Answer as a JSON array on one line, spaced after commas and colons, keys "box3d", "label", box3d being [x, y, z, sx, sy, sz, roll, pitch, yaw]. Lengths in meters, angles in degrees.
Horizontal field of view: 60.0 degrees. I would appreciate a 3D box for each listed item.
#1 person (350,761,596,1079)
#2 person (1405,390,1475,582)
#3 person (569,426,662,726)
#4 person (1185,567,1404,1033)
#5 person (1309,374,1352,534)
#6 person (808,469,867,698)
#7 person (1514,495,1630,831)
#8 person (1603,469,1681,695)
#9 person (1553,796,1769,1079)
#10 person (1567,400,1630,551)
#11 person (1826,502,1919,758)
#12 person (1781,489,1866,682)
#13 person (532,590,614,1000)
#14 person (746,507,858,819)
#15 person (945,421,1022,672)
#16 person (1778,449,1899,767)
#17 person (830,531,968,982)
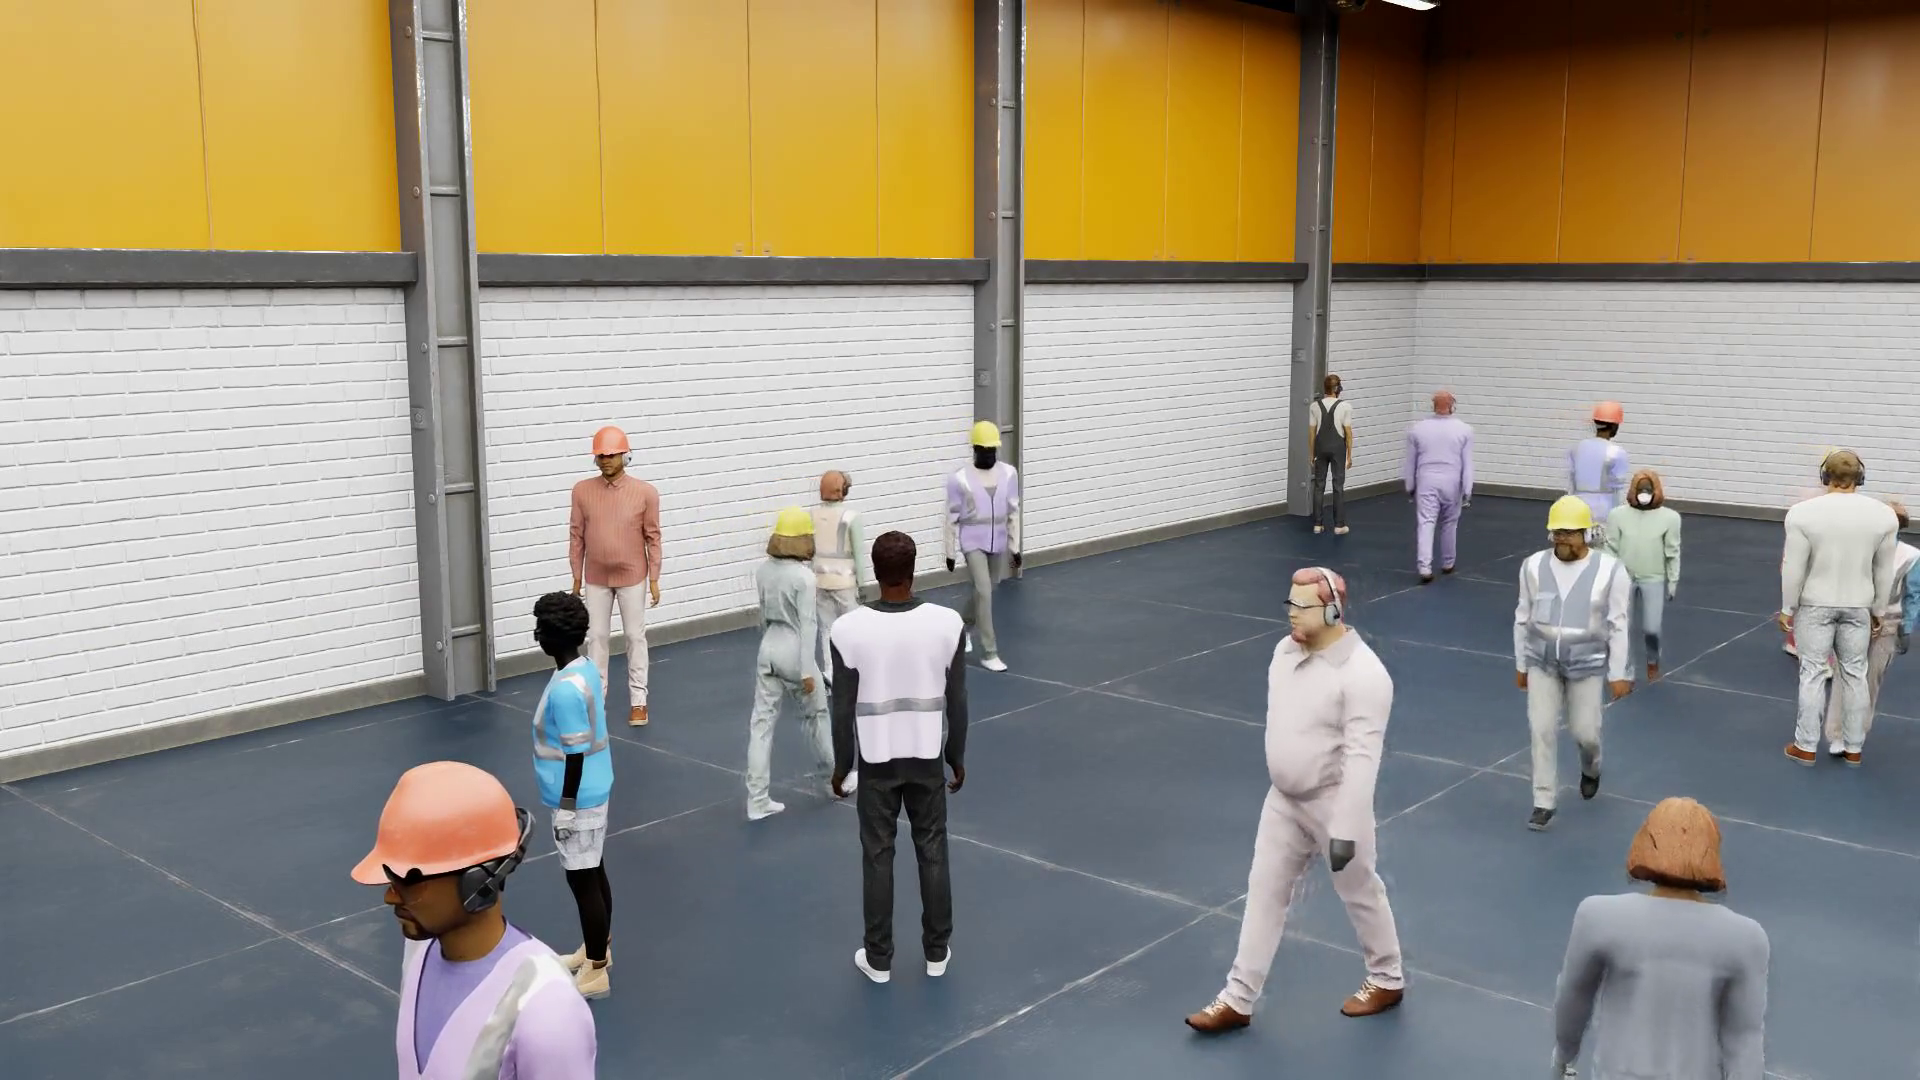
[{"box3d": [-0.970, 1.434, 3.345, 0.393, 2.041, 0.614, -9, 12, -43], "label": "person"}, {"box3d": [4.692, -0.531, 16.276, 0.661, 1.857, 1.026, 4, 10, 23], "label": "person"}, {"box3d": [-2.278, 0.242, 10.982, 0.609, 1.996, 0.383, 0, 9, 3], "label": "person"}, {"box3d": [1.394, 1.022, 6.526, 0.991, 1.853, 0.666, -5, 10, -28], "label": "person"}, {"box3d": [4.265, -0.980, 19.149, 0.506, 1.839, 0.343, 5, 10, 27], "label": "person"}, {"box3d": [-0.871, 0.320, 11.649, 0.512, 1.621, 0.382, 6, 11, 33], "label": "person"}, {"box3d": [3.308, 0.644, 9.022, 0.602, 1.810, 0.654, 6, 11, 34], "label": "person"}, {"box3d": [4.820, 0.300, 11.805, 0.506, 1.620, 0.381, 5, 10, 30], "label": "person"}, {"box3d": [1.879, 1.488, 4.455, 0.502, 1.583, 0.884, 1, 9, 8], "label": "person"}, {"box3d": [5.444, -0.230, 14.174, 0.427, 1.918, 0.562, -6, 11, -33], "label": "person"}, {"box3d": [5.573, 0.557, 10.243, 0.562, 1.592, 0.784, 5, 10, 26], "label": "person"}, {"box3d": [6.439, 0.174, 12.355, 0.577, 1.691, 0.982, -1, 9, -7], "label": "person"}, {"box3d": [-1.593, 1.046, 6.859, 0.317, 1.698, 0.540, -1, 9, -6], "label": "person"}, {"box3d": [-0.881, 0.659, 9.249, 0.507, 1.702, 0.864, 8, 12, 41], "label": "person"}, {"box3d": [0.140, 0.010, 12.776, 0.580, 1.895, 0.916, -5, 10, -29], "label": "person"}, {"box3d": [5.286, 0.417, 10.070, 0.629, 1.936, 0.372, 2, 9, 10], "label": "person"}, {"box3d": [-0.254, 0.929, 7.006, 0.587, 1.890, 0.390, -2, 9, -11], "label": "person"}]
